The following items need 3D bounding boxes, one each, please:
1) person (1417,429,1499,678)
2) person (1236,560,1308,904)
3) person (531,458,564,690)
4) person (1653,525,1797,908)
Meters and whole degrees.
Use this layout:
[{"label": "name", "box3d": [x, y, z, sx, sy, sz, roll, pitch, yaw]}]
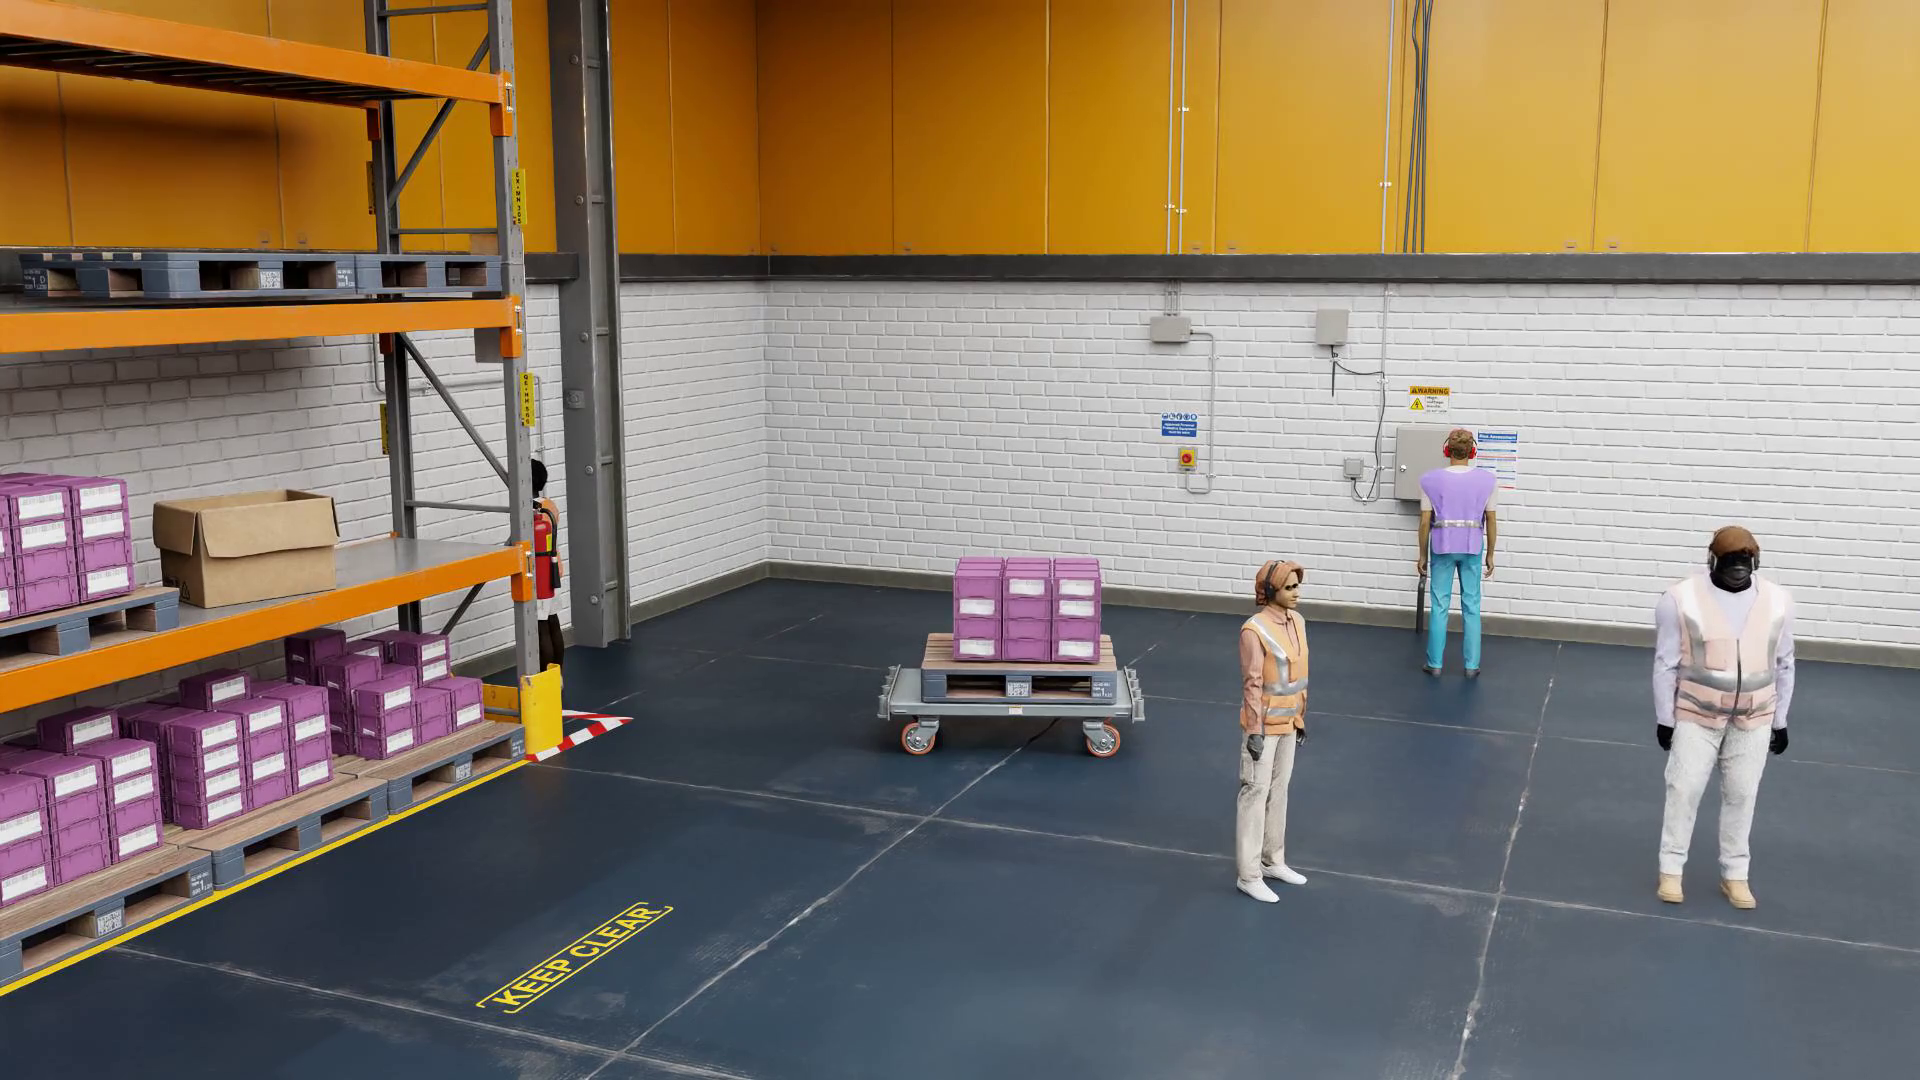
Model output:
[{"label": "person", "box3d": [3.646, 0.106, 12.227, 0.567, 1.847, 0.389, 2, 9, 9]}, {"label": "person", "box3d": [1.507, 0.903, 8.024, 0.307, 1.641, 0.513, 7, 12, 37]}, {"label": "person", "box3d": [-2.963, 0.272, 11.669, 0.322, 1.697, 0.532, 1, 9, 7]}, {"label": "person", "box3d": [3.612, 0.831, 7.887, 0.628, 1.839, 0.430, 1, 9, 8]}]
